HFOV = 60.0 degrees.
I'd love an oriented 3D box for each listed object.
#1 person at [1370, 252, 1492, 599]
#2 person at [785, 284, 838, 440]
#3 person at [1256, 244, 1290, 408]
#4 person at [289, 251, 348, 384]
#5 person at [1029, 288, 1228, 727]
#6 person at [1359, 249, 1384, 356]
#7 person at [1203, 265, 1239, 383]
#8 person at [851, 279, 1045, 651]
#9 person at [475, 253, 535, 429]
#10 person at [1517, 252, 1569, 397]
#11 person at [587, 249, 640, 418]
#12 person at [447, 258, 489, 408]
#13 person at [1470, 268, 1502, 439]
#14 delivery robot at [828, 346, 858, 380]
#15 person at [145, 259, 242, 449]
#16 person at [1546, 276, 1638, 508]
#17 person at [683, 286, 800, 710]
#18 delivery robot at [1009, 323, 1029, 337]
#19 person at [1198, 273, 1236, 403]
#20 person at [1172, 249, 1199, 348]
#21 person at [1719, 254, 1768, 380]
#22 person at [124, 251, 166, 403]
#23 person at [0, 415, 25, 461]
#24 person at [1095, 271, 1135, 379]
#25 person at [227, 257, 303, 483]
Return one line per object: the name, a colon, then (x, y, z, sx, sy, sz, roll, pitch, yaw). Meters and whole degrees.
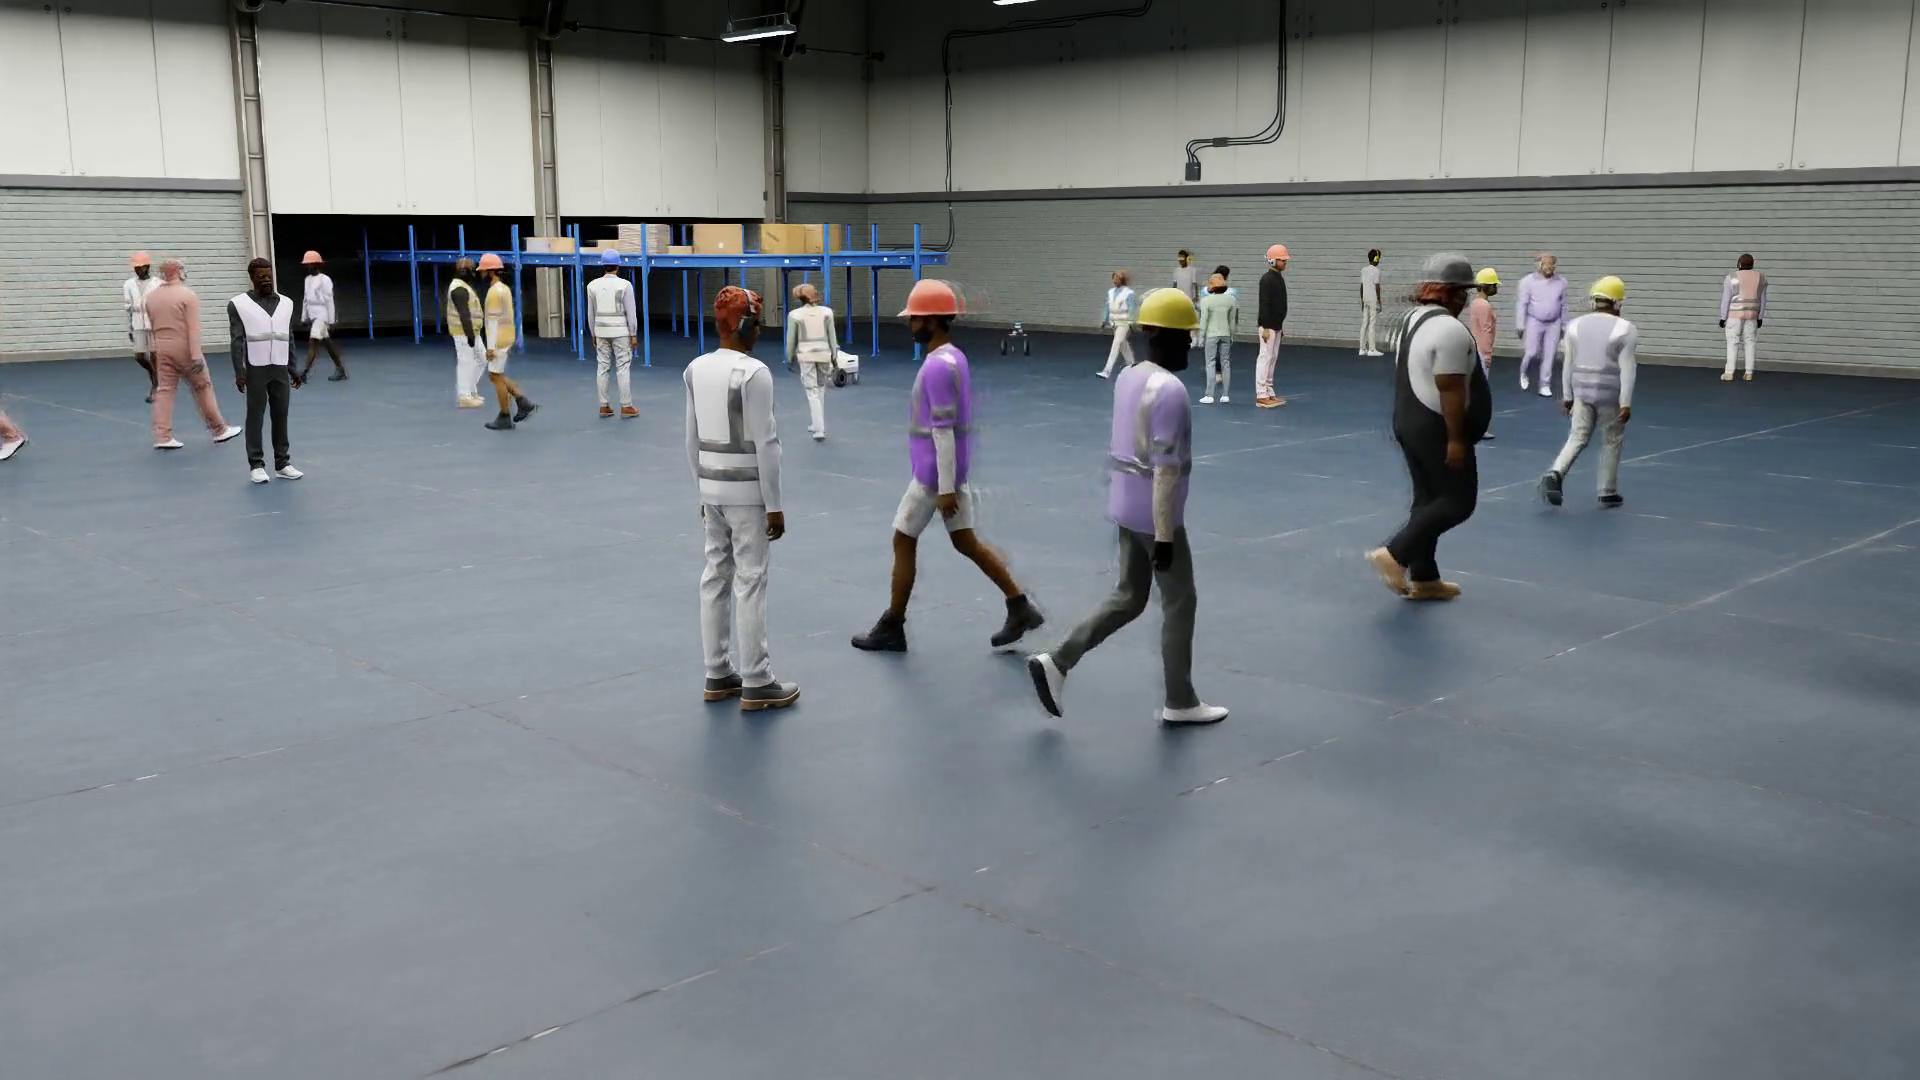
person: (2.718, -0.625, 9.550, 0.630, 2.000, 0.691, -1, 10, -4)
person: (-1.571, -1.865, 17.355, 0.526, 1.602, 0.721, -5, 11, -24)
person: (3.888, -2.656, 20.636, 0.393, 1.995, 0.612, 6, 12, 29)
person: (-9.295, -3.211, 23.963, 0.566, 1.883, 0.980, 9, 13, 39)
person: (0.742, -0.124, 7.111, 0.811, 1.900, 0.592, -3, 11, -17)
person: (7.269, -4.185, 29.344, 0.329, 1.861, 0.509, -5, 11, -25)
person: (3.774, -3.111, 23.972, 0.547, 1.675, 0.572, 6, 12, 30)
person: (-0.046, -0.366, 8.441, 0.981, 1.905, 0.551, 2, 11, 12)
person: (-5.035, -2.172, 18.217, 0.477, 1.923, 0.542, -1, 10, -4)
person: (7.711, -2.862, 22.036, 0.661, 1.889, 0.635, 0, 10, 1)
person: (-4.041, -2.409, 19.408, 0.614, 1.950, 0.376, 3, 11, 16)
person: (-6.060, -2.555, 20.543, 0.499, 1.828, 0.665, -2, 11, -10)
person: (5.473, -1.954, 17.436, 0.315, 1.769, 0.525, 0, 10, 1)
delivery robot: (-1.752, -2.509, 23.625, 0.477, 0.478, 0.707, 6, 12, 29)
person: (-7.747, -1.866, 16.684, 0.658, 1.859, 0.959, 3, 11, 18)
person: (4.899, -1.131, 12.850, 0.791, 1.806, 0.600, -9, 14, -40)
person: (-0.994, -0.192, 7.495, 0.573, 1.887, 0.356, 10, 14, 42)
delivery robot: (1.036, -3.779, 29.828, 0.335, 0.223, 0.698, 3, 10, 14)
person: (3.245, -2.545, 21.021, 0.497, 1.632, 0.289, -4, 11, -19)
person: (4.152, -4.444, 30.798, 0.417, 1.850, 0.539, -10, 14, -44)
person: (11.454, -3.266, 24.378, 0.631, 1.842, 0.428, 1, 10, 4)
person: (-10.410, -2.751, 21.378, 0.549, 1.920, 0.655, -1, 10, -4)
person: (-9.318, -1.646, 15.480, 0.640, 1.866, 0.959, 7, 13, 35)
person: (2.352, -3.176, 24.583, 0.904, 1.590, 0.510, -7, 12, -33)
person: (-6.014, -1.476, 14.410, 0.379, 1.918, 0.596, 7, 13, 35)
